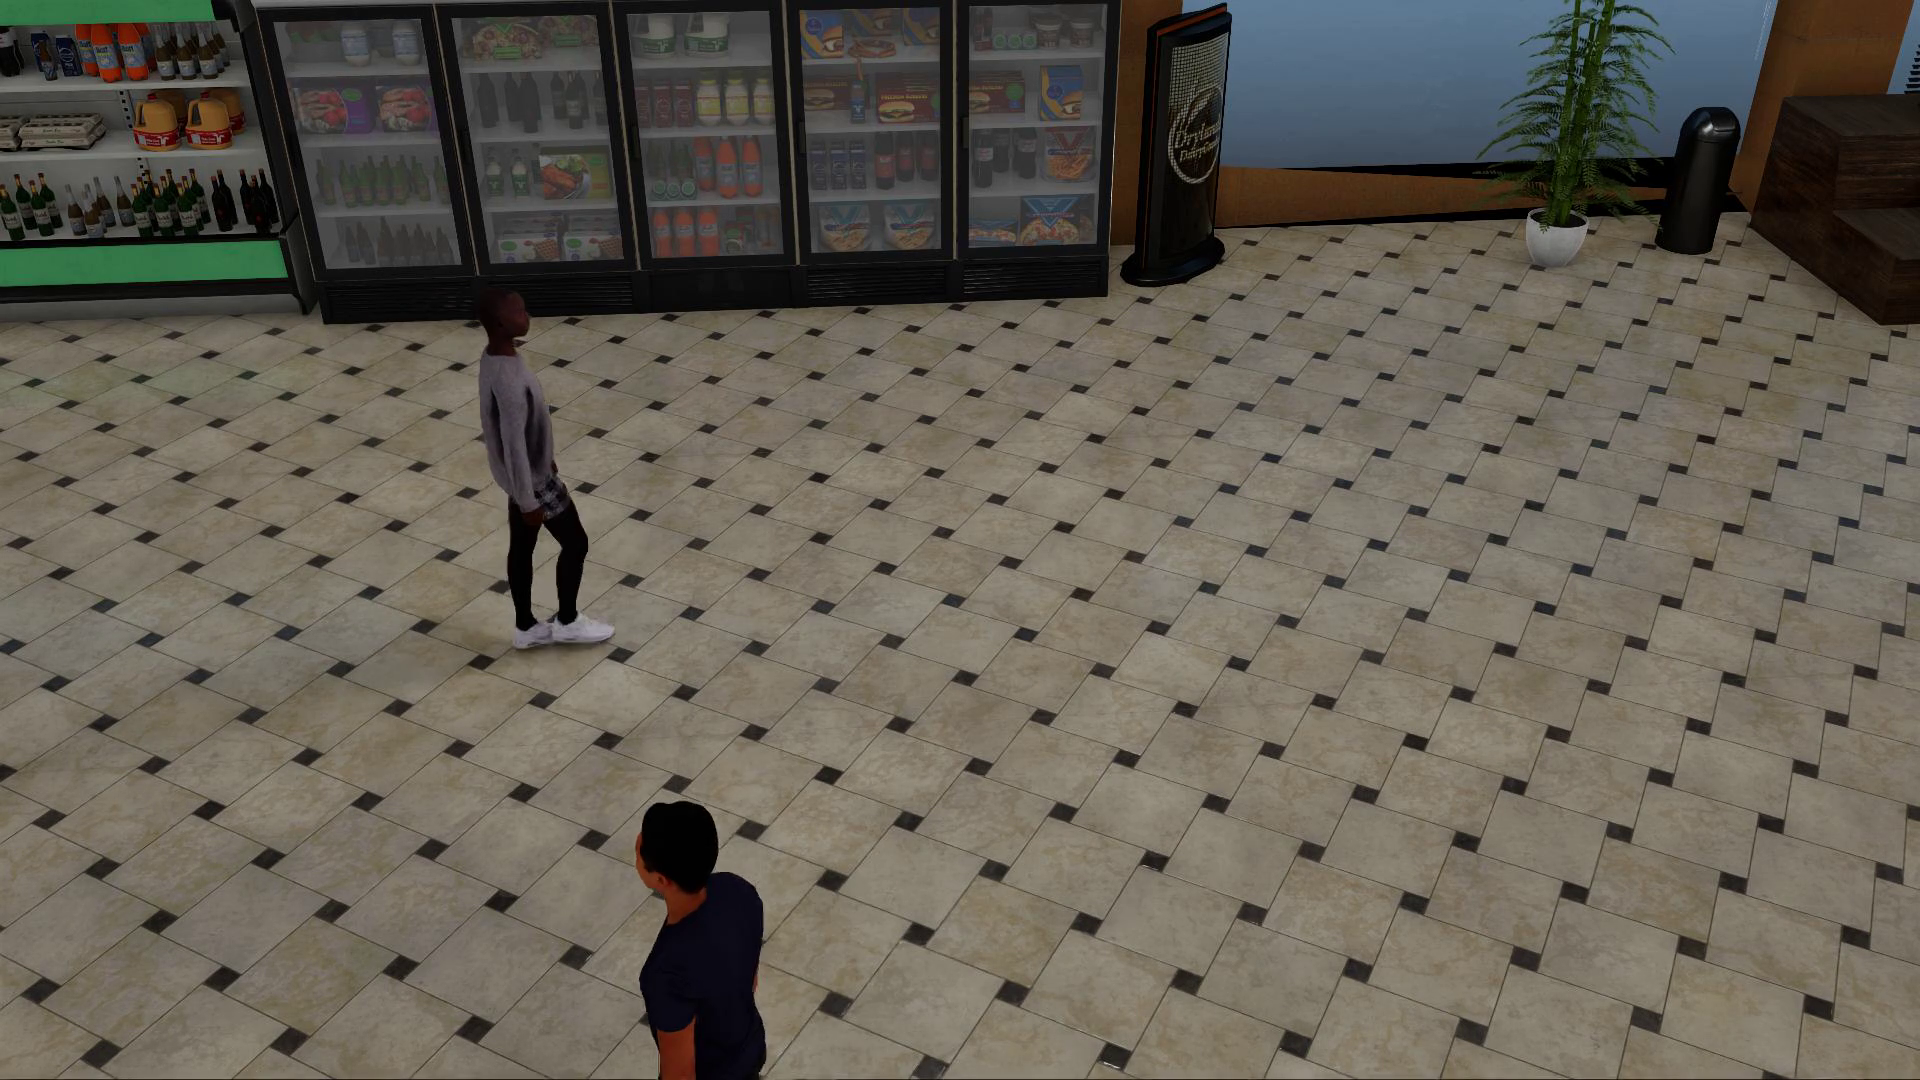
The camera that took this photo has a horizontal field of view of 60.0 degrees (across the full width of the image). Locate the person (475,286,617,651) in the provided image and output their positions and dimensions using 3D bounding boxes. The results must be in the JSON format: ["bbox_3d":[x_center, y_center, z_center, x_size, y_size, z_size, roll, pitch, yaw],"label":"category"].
[{"bbox_3d":[-1.980,-0.260,7.230,0.772,1.764,0.725,-11,34,-18],"label":"person"}]

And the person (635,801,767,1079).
[{"bbox_3d":[-0.596,1.442,4.491,1.174,1.767,0.953,11,34,18],"label":"person"}]
